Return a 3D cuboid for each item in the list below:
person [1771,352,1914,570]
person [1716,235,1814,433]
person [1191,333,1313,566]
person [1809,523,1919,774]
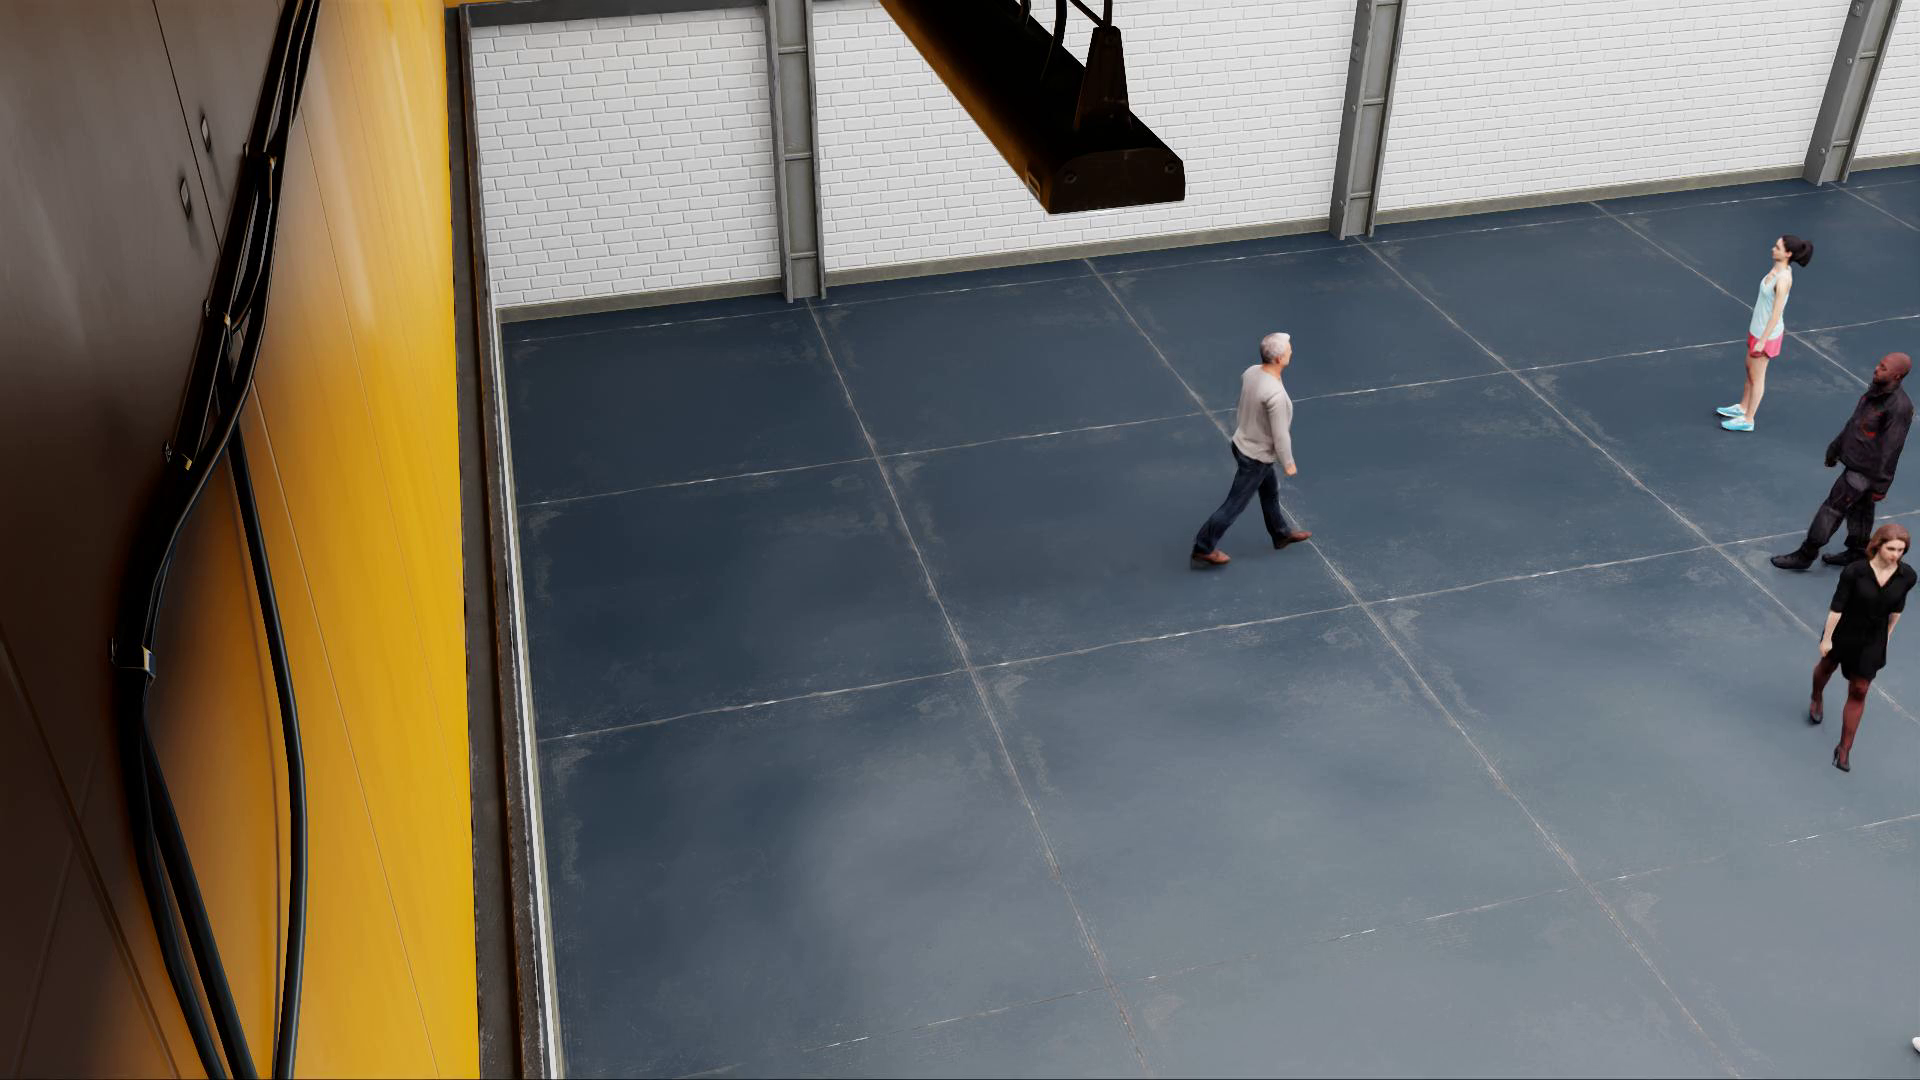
[{"bbox_3d":[6.736,-0.535,12.175,1.117,1.802,0.951,4,34,7],"label":"person"},{"bbox_3d":[6.781,-1.749,14.036,0.721,1.764,0.683,10,35,15],"label":"person"},{"bbox_3d":[2.098,-0.608,12.226,1.262,1.867,0.830,-4,34,-7],"label":"person"},{"bbox_3d":[5.692,0.573,10.631,1.079,1.667,0.988,8,34,11],"label":"person"}]
